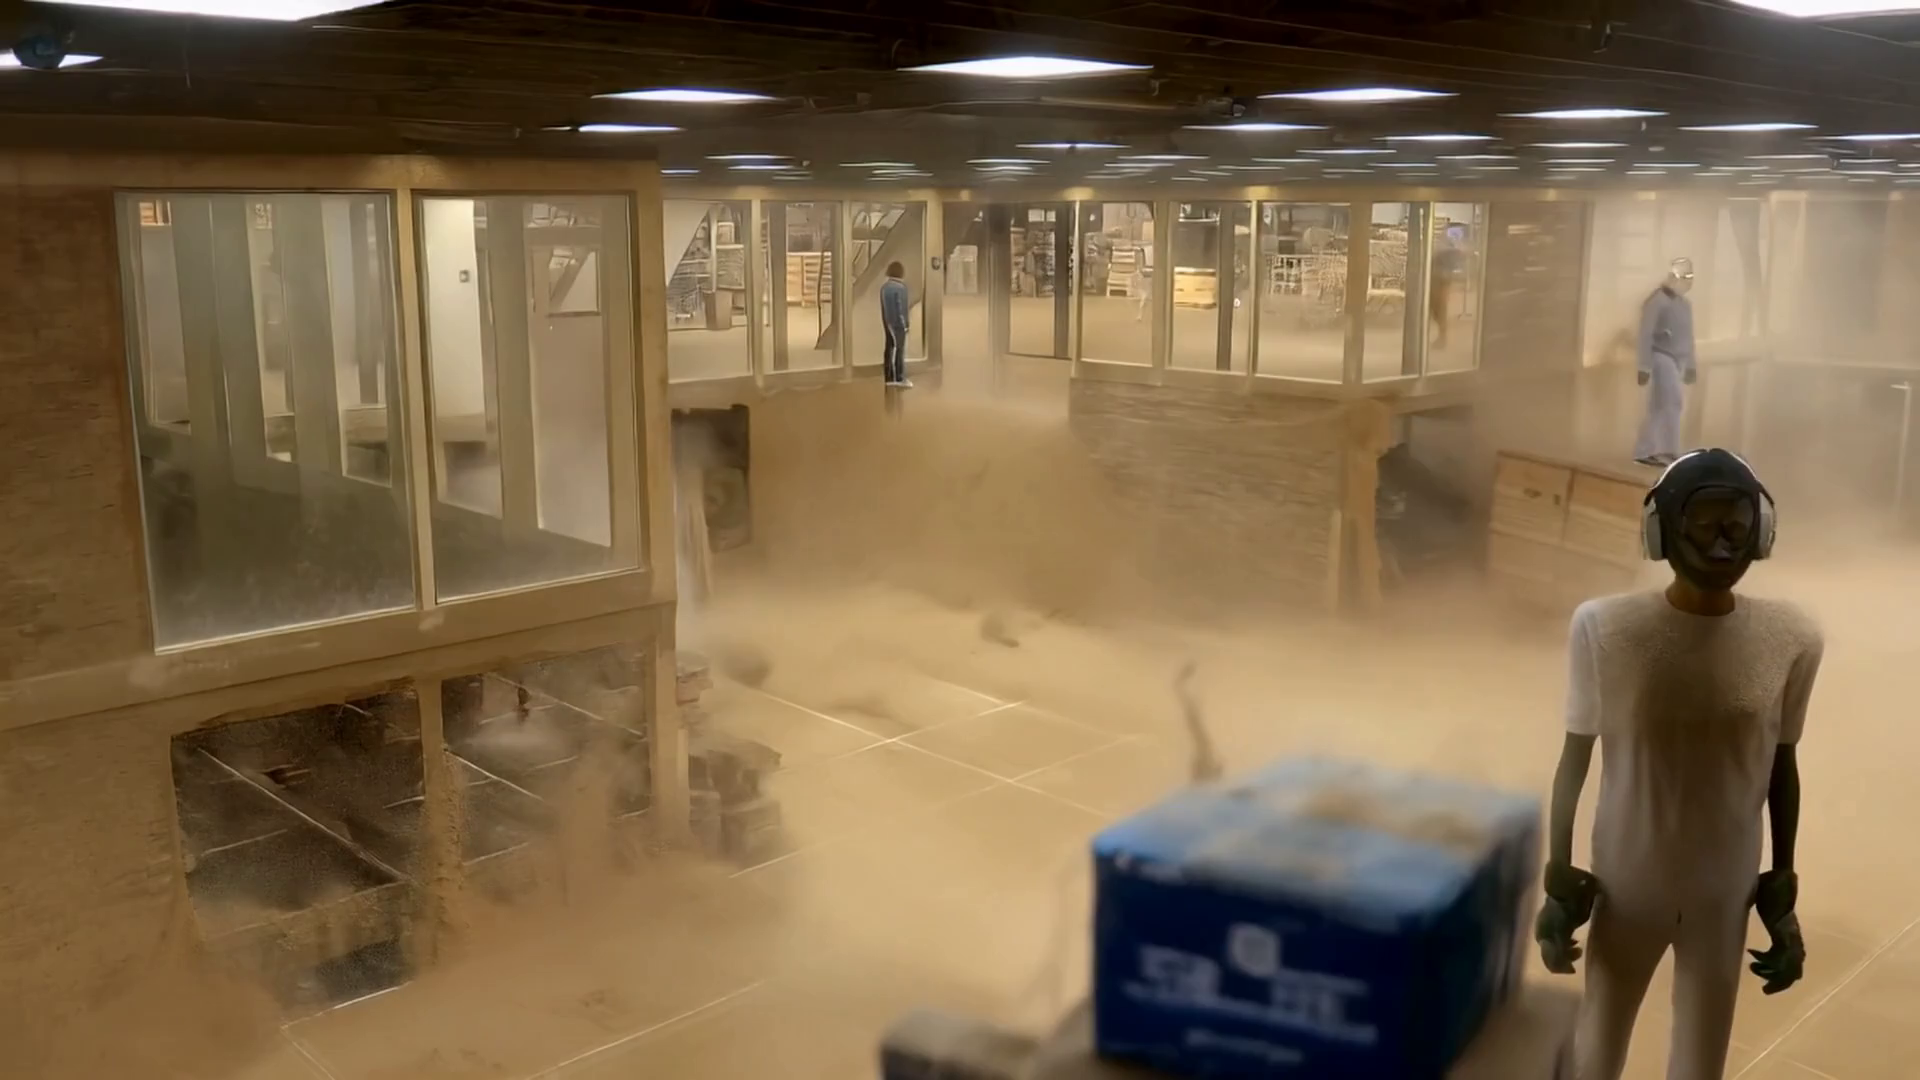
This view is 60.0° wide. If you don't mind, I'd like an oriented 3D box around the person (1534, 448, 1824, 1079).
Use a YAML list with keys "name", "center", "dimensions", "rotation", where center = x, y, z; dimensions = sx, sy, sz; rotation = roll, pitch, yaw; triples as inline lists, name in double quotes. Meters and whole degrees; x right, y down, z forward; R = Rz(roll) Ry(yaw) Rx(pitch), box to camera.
- name: "person"
  center: [1.459, 0.732, 3.404]
  dimensions: [0.533, 1.868, 0.310]
  rotation: [1, 11, 6]

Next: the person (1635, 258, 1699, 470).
- name: "person"
  center: [6.357, -1.533, 14.686]
  dimensions: [0.680, 1.879, 0.757]
  rotation: [-11, 16, -43]

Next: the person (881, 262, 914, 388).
- name: "person"
  center: [-0.828, -2.801, 21.684]
  dimensions: [0.286, 1.633, 0.499]
  rotation: [-10, 15, -40]

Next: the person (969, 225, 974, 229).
- name: "person"
  center: [0.222, -7.466, 44.292]
  dimensions: [0.626, 1.951, 1.003]
  rotation: [2, 12, 11]
